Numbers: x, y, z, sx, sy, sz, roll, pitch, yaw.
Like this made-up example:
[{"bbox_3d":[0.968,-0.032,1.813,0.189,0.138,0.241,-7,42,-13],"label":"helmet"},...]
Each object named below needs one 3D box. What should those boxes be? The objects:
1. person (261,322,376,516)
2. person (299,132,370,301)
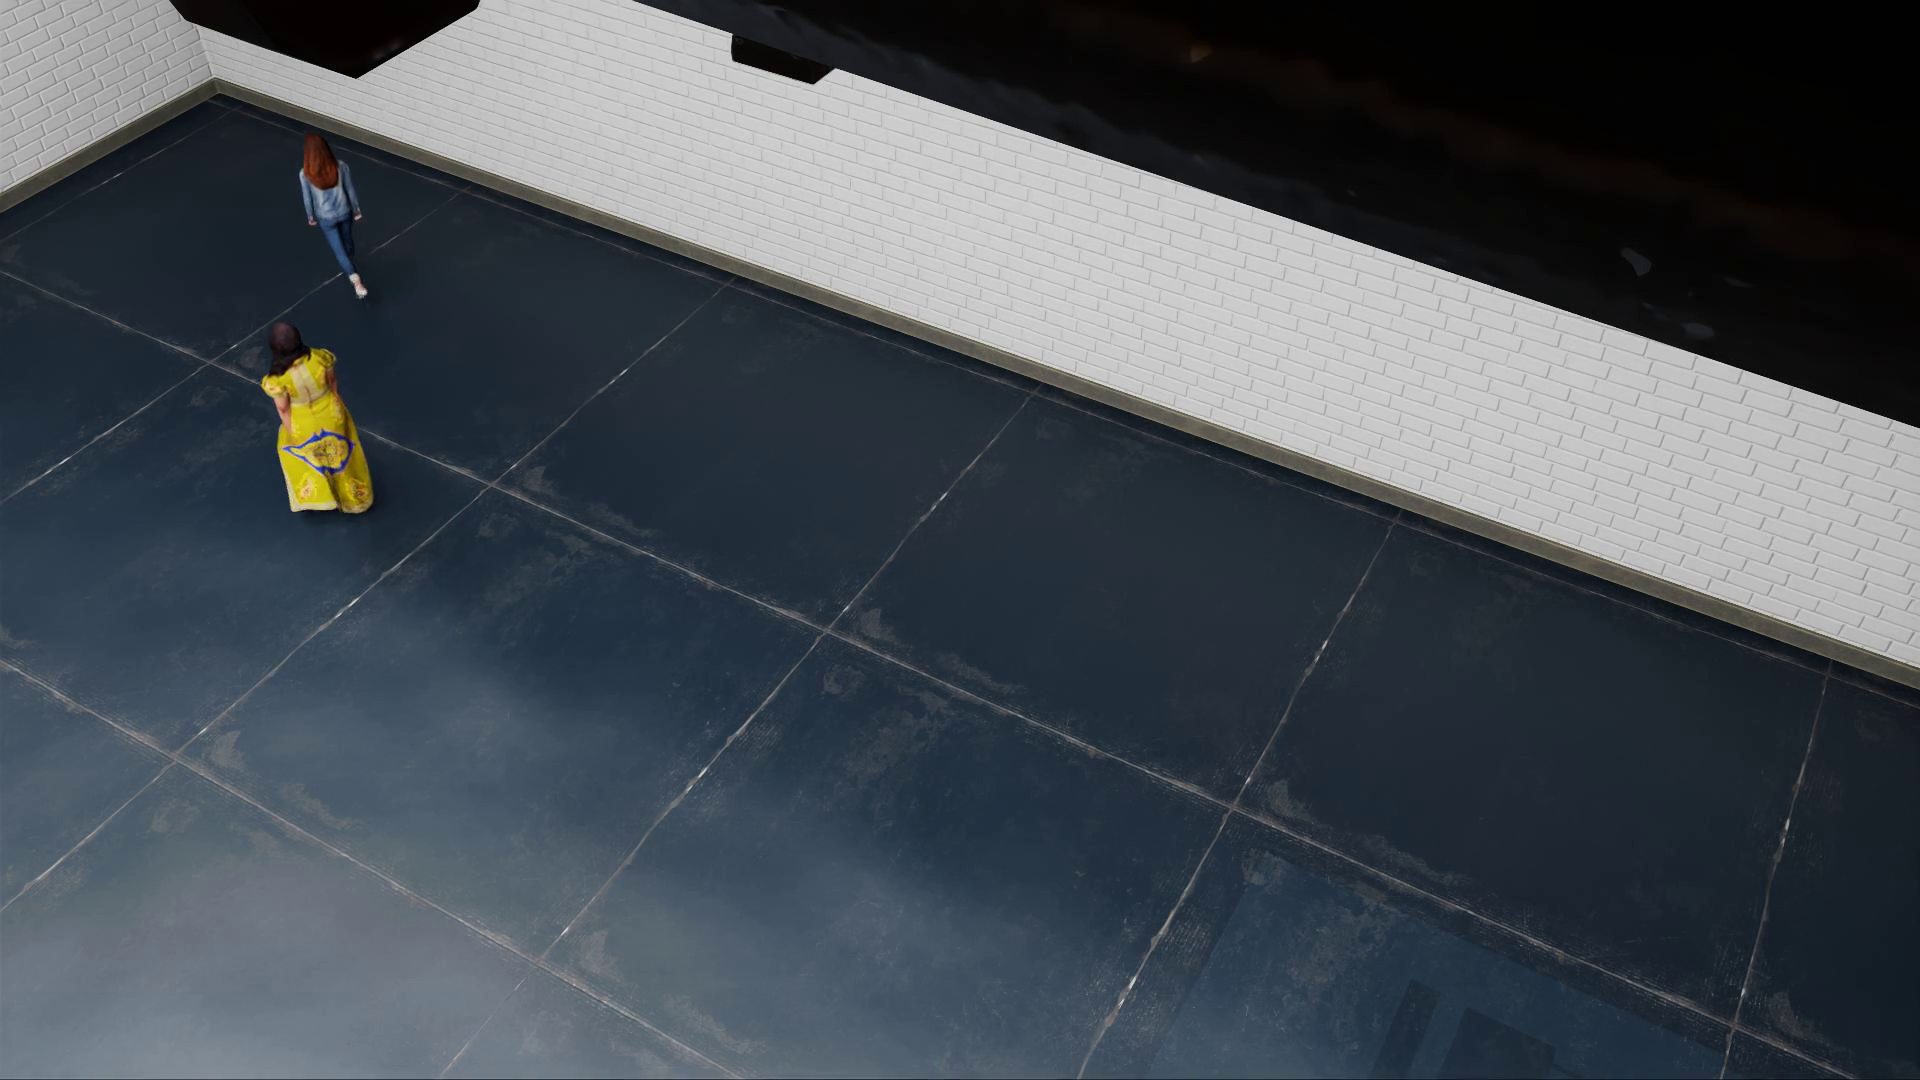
[{"bbox_3d":[-4.481,-0.789,11.666,0.847,1.644,0.975,-27,50,-26],"label":"person"},{"bbox_3d":[-5.161,-2.663,13.763,1.011,1.453,0.923,-25,49,-24],"label":"person"}]
